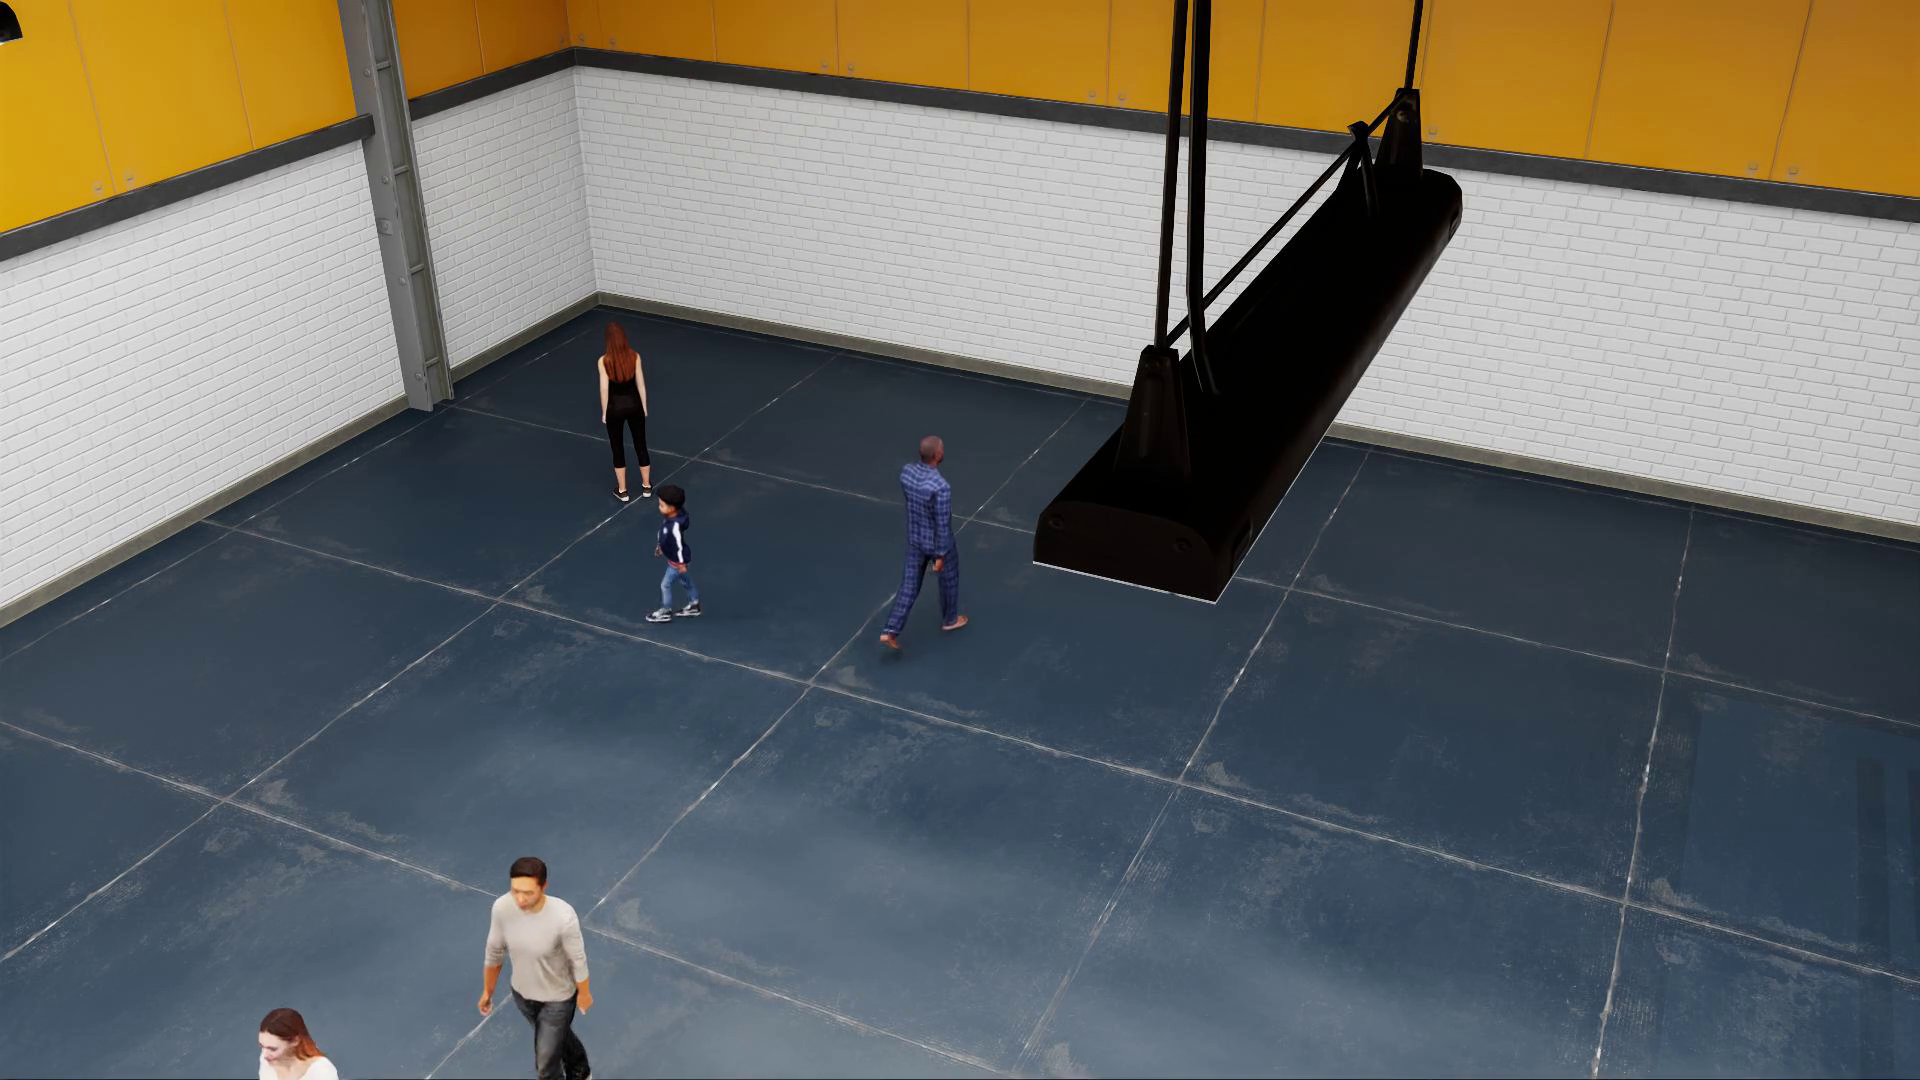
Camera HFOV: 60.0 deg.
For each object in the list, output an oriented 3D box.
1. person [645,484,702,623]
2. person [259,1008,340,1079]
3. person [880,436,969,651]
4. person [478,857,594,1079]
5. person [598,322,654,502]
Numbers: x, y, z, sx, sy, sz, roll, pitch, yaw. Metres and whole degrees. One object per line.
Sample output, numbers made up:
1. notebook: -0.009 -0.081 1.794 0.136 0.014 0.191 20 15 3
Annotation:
1. person: -2.241 0.102 13.453 0.759 1.206 0.719 -4 29 -8
2. person: -3.015 2.835 7.965 0.678 1.665 0.924 9 30 16
3. person: -0.314 0.047 12.949 0.845 1.785 1.204 21 35 33
4. person: -2.136 2.313 8.797 0.666 1.784 0.845 13 31 23
5. person: -3.084 -1.188 15.275 0.640 1.726 0.704 -11 30 -18
